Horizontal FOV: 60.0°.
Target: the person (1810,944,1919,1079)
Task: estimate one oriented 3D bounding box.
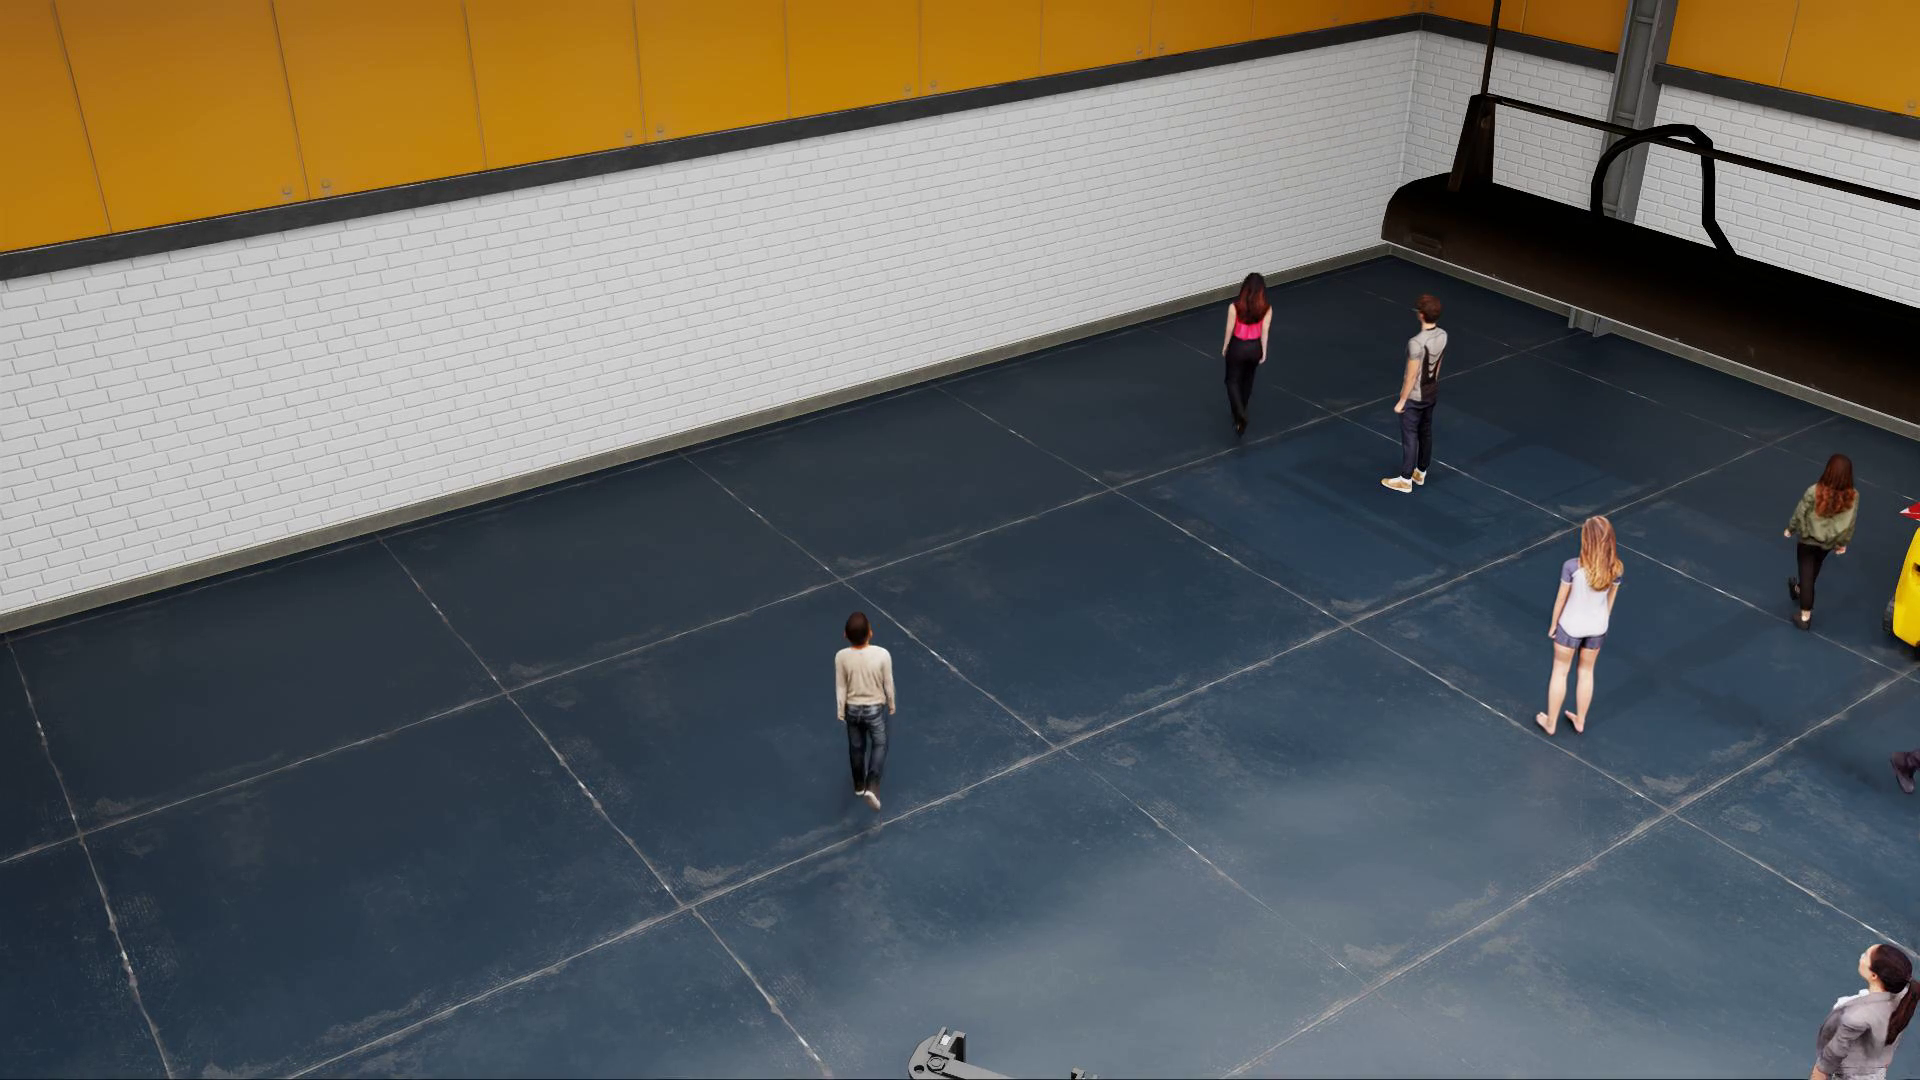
[{"bbox_3d":[4.419,2.719,8.148,0.700,1.644,1.096,-15,32,-25],"label":"person"}]

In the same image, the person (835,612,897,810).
[{"bbox_3d":[-0.644,1.176,11.179,0.793,1.451,0.886,1,29,2],"label":"person"}]

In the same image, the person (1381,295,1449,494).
[{"bbox_3d":[4.245,-1.349,15.352,0.658,1.888,0.564,-21,35,-33],"label":"person"}]

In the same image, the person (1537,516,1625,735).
[{"bbox_3d":[4.460,0.622,11.906,0.680,1.728,0.710,0,29,-1],"label":"person"}]

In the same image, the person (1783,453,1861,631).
[{"bbox_3d":[6.870,0.041,13.267,0.912,1.445,1.006,2,29,3],"label":"person"}]

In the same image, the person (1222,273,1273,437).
[{"bbox_3d":[2.837,-1.804,16.452,0.908,1.633,1.107,-3,29,-5],"label":"person"}]
